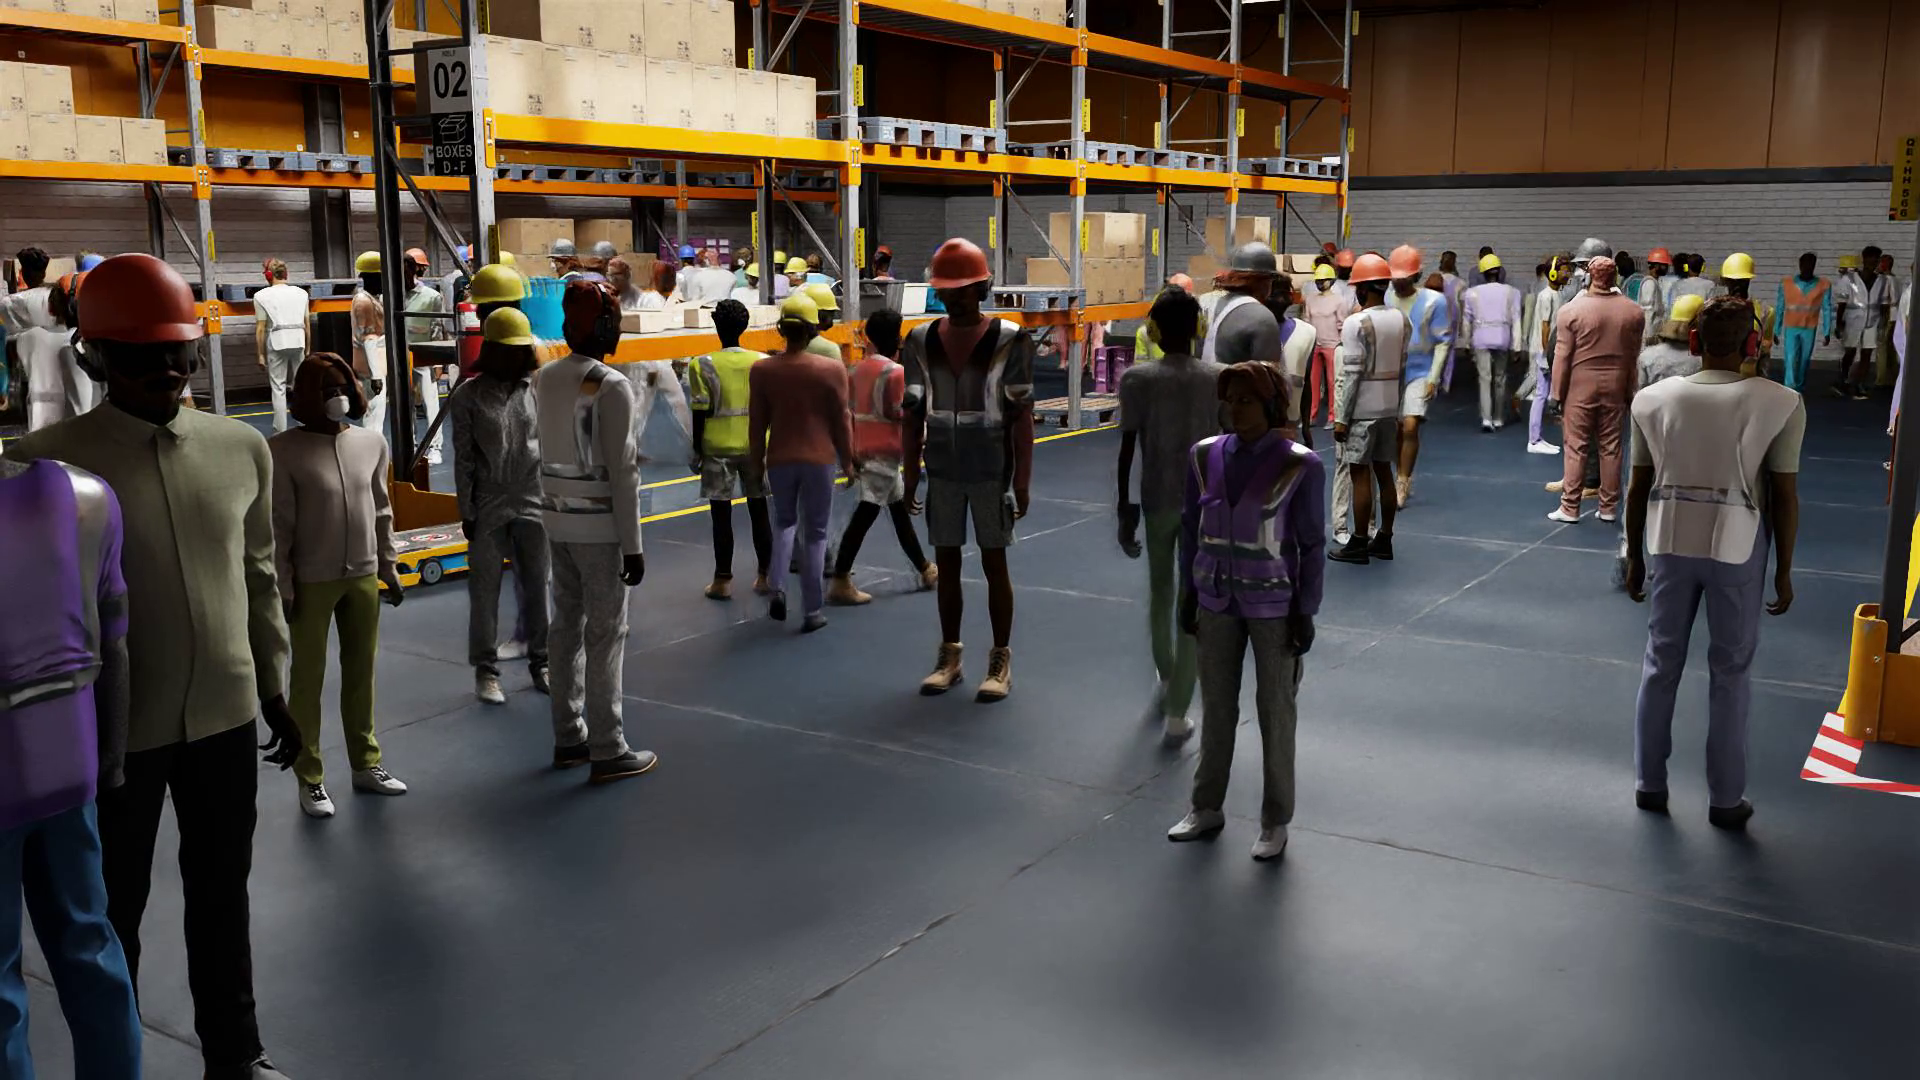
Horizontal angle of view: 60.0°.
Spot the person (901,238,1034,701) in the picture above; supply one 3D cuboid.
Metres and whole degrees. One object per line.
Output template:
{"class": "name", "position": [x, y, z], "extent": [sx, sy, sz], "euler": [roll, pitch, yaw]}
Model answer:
{"class": "person", "position": [0.018, -0.299, 7.339], "extent": [0.611, 2.030, 0.410], "euler": [4, 11, 20]}

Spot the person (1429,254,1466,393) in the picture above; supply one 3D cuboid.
{"class": "person", "position": [6.448, -2.888, 22.217], "extent": [0.564, 1.824, 0.749], "euler": [0, 10, 2]}

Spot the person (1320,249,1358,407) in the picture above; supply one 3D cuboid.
{"class": "person", "position": [4.521, -2.492, 19.772], "extent": [0.577, 1.920, 0.484], "euler": [0, 10, 0]}

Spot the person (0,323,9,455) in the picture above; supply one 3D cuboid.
{"class": "person", "position": [-7.734, -1.177, 12.988], "extent": [0.354, 1.741, 0.568], "euler": [10, 14, 44]}

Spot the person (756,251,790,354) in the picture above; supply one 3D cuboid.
{"class": "person", "position": [-2.429, -2.917, 22.260], "extent": [0.590, 1.888, 0.985], "euler": [1, 10, 4]}

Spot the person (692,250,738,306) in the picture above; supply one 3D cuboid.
{"class": "person", "position": [-3.374, -3.055, 22.964], "extent": [0.709, 1.885, 0.417], "euler": [-5, 11, -26]}

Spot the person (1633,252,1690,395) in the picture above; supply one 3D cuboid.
{"class": "person", "position": [8.842, -2.661, 20.900], "extent": [0.930, 1.902, 0.605], "euler": [2, 10, 12]}

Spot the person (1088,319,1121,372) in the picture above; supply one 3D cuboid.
{"class": "person", "position": [2.142, -3.456, 25.299], "extent": [0.622, 1.857, 0.451], "euler": [-6, 12, -30]}

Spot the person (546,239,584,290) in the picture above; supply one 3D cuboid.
{"class": "person", "position": [-4.059, -2.062, 17.056], "extent": [0.539, 2.000, 0.688], "euler": [-2, 10, -12]}

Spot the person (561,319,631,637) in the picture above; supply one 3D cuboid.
{"class": "person", "position": [-1.915, -0.348, 8.502], "extent": [0.322, 1.699, 0.536], "euler": [-6, 12, -28]}

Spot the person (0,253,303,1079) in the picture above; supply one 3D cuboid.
{"class": "person", "position": [-1.743, 0.378, 3.661], "extent": [0.396, 1.992, 0.619], "euler": [8, 13, 36]}

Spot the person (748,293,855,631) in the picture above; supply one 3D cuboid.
{"class": "person", "position": [-0.822, -0.398, 8.652], "extent": [0.532, 1.754, 0.390], "euler": [2, 11, 13]}

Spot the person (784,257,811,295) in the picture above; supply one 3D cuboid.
{"class": "person", "position": [-1.854, -2.393, 19.506], "extent": [0.404, 1.823, 0.593], "euler": [-2, 11, -13]}

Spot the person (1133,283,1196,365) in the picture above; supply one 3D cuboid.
{"class": "person", "position": [1.584, -1.091, 12.626], "extent": [0.534, 1.697, 0.322], "euler": [3, 11, 15]}

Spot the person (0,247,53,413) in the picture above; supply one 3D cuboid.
{"class": "person", "position": [-7.329, -1.350, 13.318], "extent": [0.367, 1.966, 0.607], "euler": [8, 13, 36]}

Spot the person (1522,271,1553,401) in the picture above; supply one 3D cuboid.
{"class": "person", "position": [7.367, -2.573, 21.015], "extent": [0.507, 1.633, 0.278], "euler": [1, 10, 8]}

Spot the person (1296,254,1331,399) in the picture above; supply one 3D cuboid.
{"class": "person", "position": [4.474, -2.660, 20.904], "extent": [0.657, 1.845, 0.387], "euler": [6, 12, 30]}

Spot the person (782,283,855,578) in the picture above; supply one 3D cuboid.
{"class": "person", "position": [-0.865, -0.657, 10.030], "extent": [0.329, 1.767, 0.528], "euler": [-9, 14, -42]}

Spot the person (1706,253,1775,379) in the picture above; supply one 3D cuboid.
{"class": "person", "position": [5.561, -1.099, 12.035], "extent": [0.589, 1.928, 0.384], "euler": [1, 10, 6]}

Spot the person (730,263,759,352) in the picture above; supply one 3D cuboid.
{"class": "person", "position": [-2.695, -2.655, 21.215], "extent": [0.590, 1.726, 0.587], "euler": [1, 10, 6]}

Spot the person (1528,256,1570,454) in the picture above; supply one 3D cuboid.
{"class": "person", "position": [5.626, -1.763, 15.873], "extent": [0.334, 1.873, 0.517], "euler": [5, 11, 24]}

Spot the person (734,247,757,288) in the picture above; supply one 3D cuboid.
{"class": "person", "position": [-2.963, -3.163, 23.472], "extent": [0.629, 1.930, 0.358], "euler": [9, 13, 40]}

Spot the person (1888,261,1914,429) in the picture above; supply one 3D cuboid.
{"class": "person", "position": [10.102, -2.066, 17.660], "extent": [0.349, 1.836, 0.517], "euler": [6, 12, 30]}

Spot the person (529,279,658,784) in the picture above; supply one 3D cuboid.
{"class": "person", "position": [-1.383, -0.028, 6.241], "extent": [0.576, 1.880, 0.352], "euler": [10, 14, 44]}

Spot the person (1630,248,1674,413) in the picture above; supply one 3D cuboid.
{"class": "person", "position": [8.092, -2.439, 19.466], "extent": [0.386, 1.929, 0.543], "euler": [4, 11, 23]}

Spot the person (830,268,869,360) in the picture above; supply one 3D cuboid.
{"class": "person", "position": [-1.126, -2.181, 18.099], "extent": [0.598, 1.908, 0.410], "euler": [-5, 11, -26]}

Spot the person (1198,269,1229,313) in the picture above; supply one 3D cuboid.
{"class": "person", "position": [2.918, -2.257, 19.110], "extent": [0.616, 1.689, 0.764], "euler": [-3, 11, -16]}

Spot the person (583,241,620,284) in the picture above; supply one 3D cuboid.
{"class": "person", "position": [-3.455, -1.914, 16.236], "extent": [0.536, 2.000, 0.729], "euler": [-3, 11, -16]}

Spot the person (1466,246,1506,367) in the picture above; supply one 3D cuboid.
{"class": "person", "position": [8.377, -3.718, 26.548], "extent": [0.625, 1.933, 0.374], "euler": [-2, 11, -13]}

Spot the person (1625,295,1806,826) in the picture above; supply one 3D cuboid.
{"class": "person", "position": [2.591, 0.076, 5.786], "extent": [0.560, 1.836, 0.394], "euler": [8, 13, 38]}

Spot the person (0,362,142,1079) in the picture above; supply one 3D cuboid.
{"class": "person", "position": [-1.896, 0.490, 3.254], "extent": [0.375, 1.919, 0.584], "euler": [5, 11, 25]}

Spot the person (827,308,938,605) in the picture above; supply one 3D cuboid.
{"class": "person", "position": [-0.410, -0.476, 9.366], "extent": [0.887, 1.638, 0.562], "euler": [-5, 12, -28]}

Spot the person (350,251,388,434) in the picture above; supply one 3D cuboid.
{"class": "person", "position": [-4.832, -1.413, 13.771], "extent": [0.363, 1.928, 0.587], "euler": [-3, 11, -16]}
